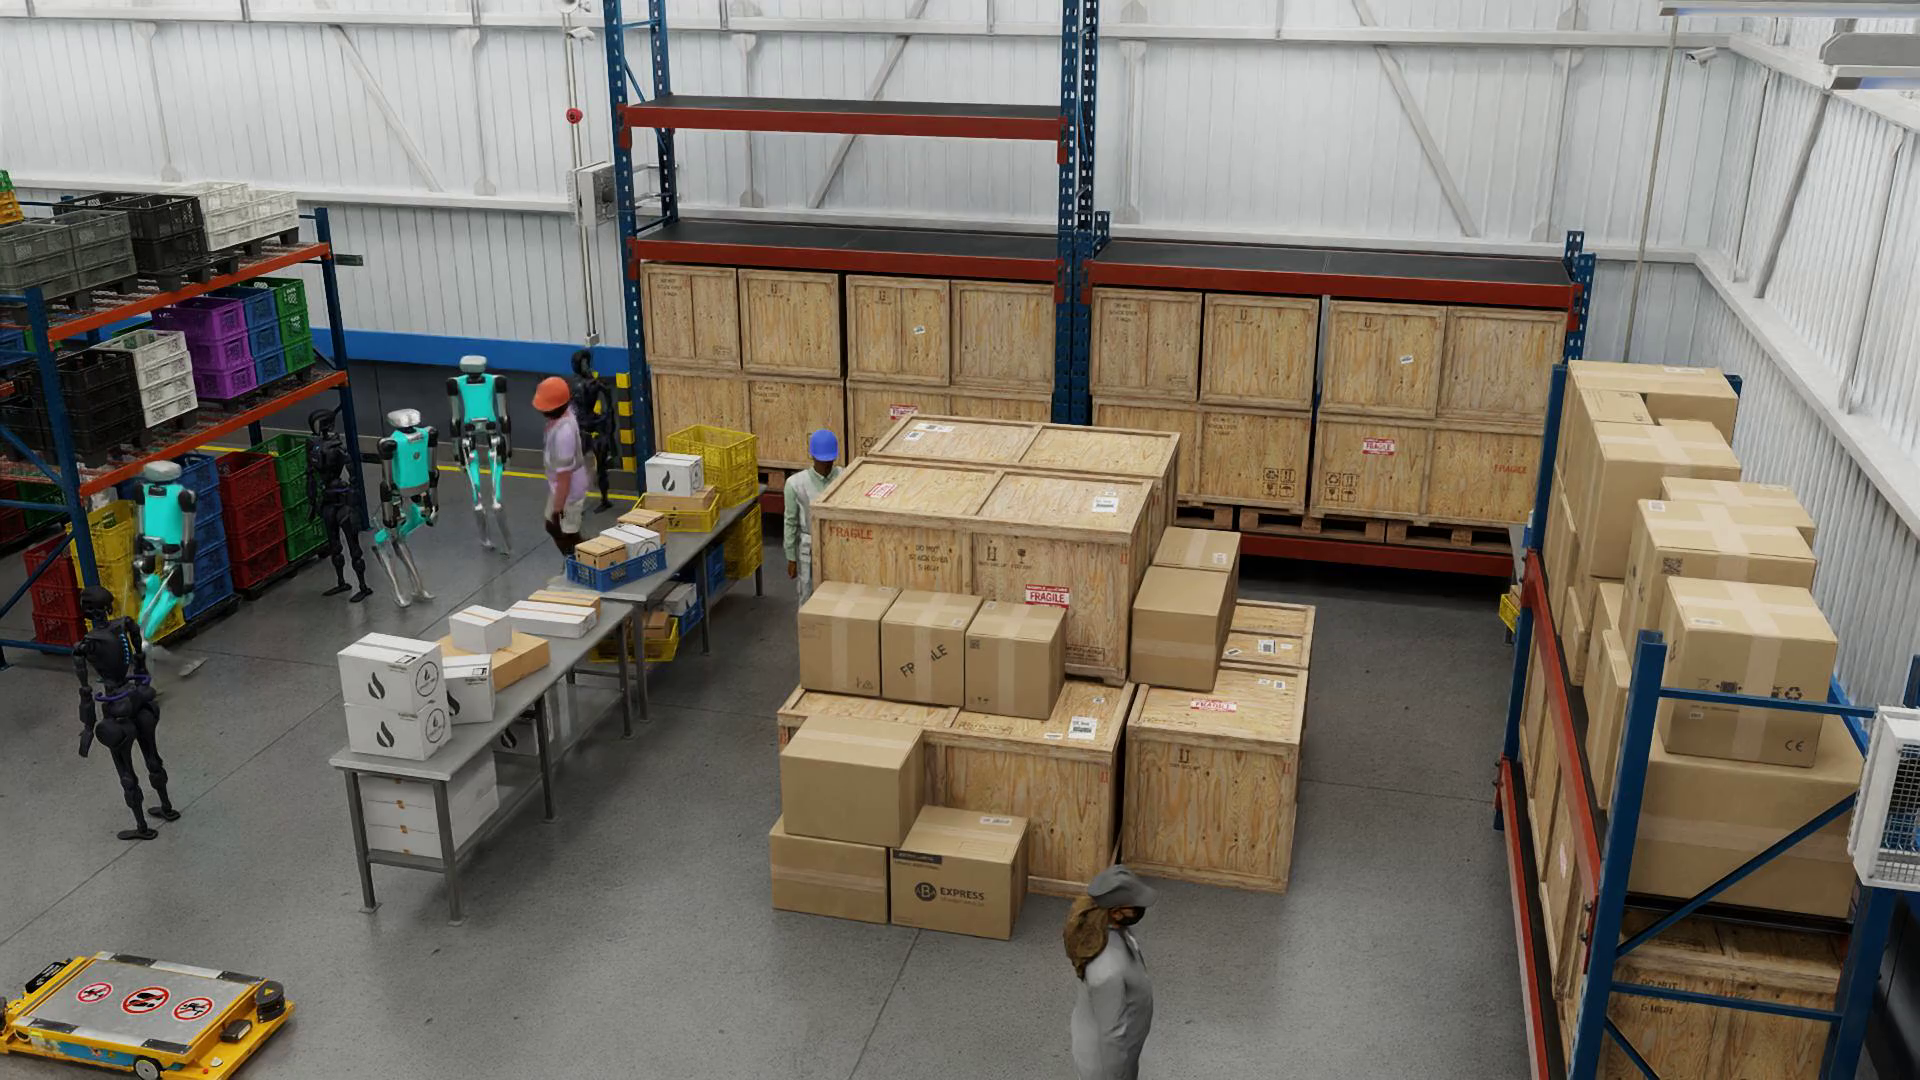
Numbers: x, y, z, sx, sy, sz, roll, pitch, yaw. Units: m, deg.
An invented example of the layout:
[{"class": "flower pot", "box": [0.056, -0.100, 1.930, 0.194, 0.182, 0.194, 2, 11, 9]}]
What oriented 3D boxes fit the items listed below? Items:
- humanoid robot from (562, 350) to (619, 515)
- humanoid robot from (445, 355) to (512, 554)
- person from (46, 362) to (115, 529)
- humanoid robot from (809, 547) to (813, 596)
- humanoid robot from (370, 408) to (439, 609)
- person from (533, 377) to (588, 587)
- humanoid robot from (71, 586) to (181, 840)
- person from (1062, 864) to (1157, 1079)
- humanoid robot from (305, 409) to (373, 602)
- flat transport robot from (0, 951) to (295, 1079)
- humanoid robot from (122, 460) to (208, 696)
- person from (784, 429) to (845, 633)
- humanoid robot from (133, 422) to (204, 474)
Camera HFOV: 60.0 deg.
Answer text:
[{"class": "humanoid robot", "box": [-3.505, -0.990, 15.686, 0.589, 1.638, 0.643, 6, 22, 14]}, {"class": "humanoid robot", "box": [-4.265, -0.712, 14.864, 0.532, 1.797, 0.735, -5, 22, -13]}, {"class": "person", "box": [-7.595, -0.647, 14.477, 0.576, 1.882, 0.347, 8, 22, 19]}, {"class": "humanoid robot", "box": [-0.828, 0.329, 12.226, 0.589, 1.644, 0.366, 6, 22, 16]}, {"class": "humanoid robot", "box": [-4.612, -0.291, 13.629, 0.746, 1.692, 0.530, 15, 25, 33]}, {"class": "person", "box": [-3.268, -0.421, 13.743, 0.464, 1.983, 0.696, -8, 22, -21]}, {"class": "humanoid robot", "box": [-5.189, 1.059, 10.281, 0.315, 1.657, 0.599, 6, 22, 14]}, {"class": "person", "box": [0.628, 2.191, 7.210, 0.396, 1.770, 0.563, 0, 21, 1]}, {"class": "humanoid robot", "box": [-5.181, -0.293, 13.824, 0.599, 1.654, 0.315, 12, 24, 28]}, {"class": "flat transport robot", "box": [-4.270, 2.464, 8.601, 1.431, 0.231, 0.659, 5, 22, 13]}, {"class": "humanoid robot", "box": [-5.892, 0.365, 12.036, 0.542, 1.731, 0.988, 7, 22, 17]}, {"class": "person", "box": [-1.009, 0.096, 12.448, 0.613, 1.942, 0.403, -8, 22, -21]}, {"class": "humanoid robot", "box": [-7.202, -0.842, 15.187, 0.540, 1.748, 0.822, 4, 21, 11]}]
